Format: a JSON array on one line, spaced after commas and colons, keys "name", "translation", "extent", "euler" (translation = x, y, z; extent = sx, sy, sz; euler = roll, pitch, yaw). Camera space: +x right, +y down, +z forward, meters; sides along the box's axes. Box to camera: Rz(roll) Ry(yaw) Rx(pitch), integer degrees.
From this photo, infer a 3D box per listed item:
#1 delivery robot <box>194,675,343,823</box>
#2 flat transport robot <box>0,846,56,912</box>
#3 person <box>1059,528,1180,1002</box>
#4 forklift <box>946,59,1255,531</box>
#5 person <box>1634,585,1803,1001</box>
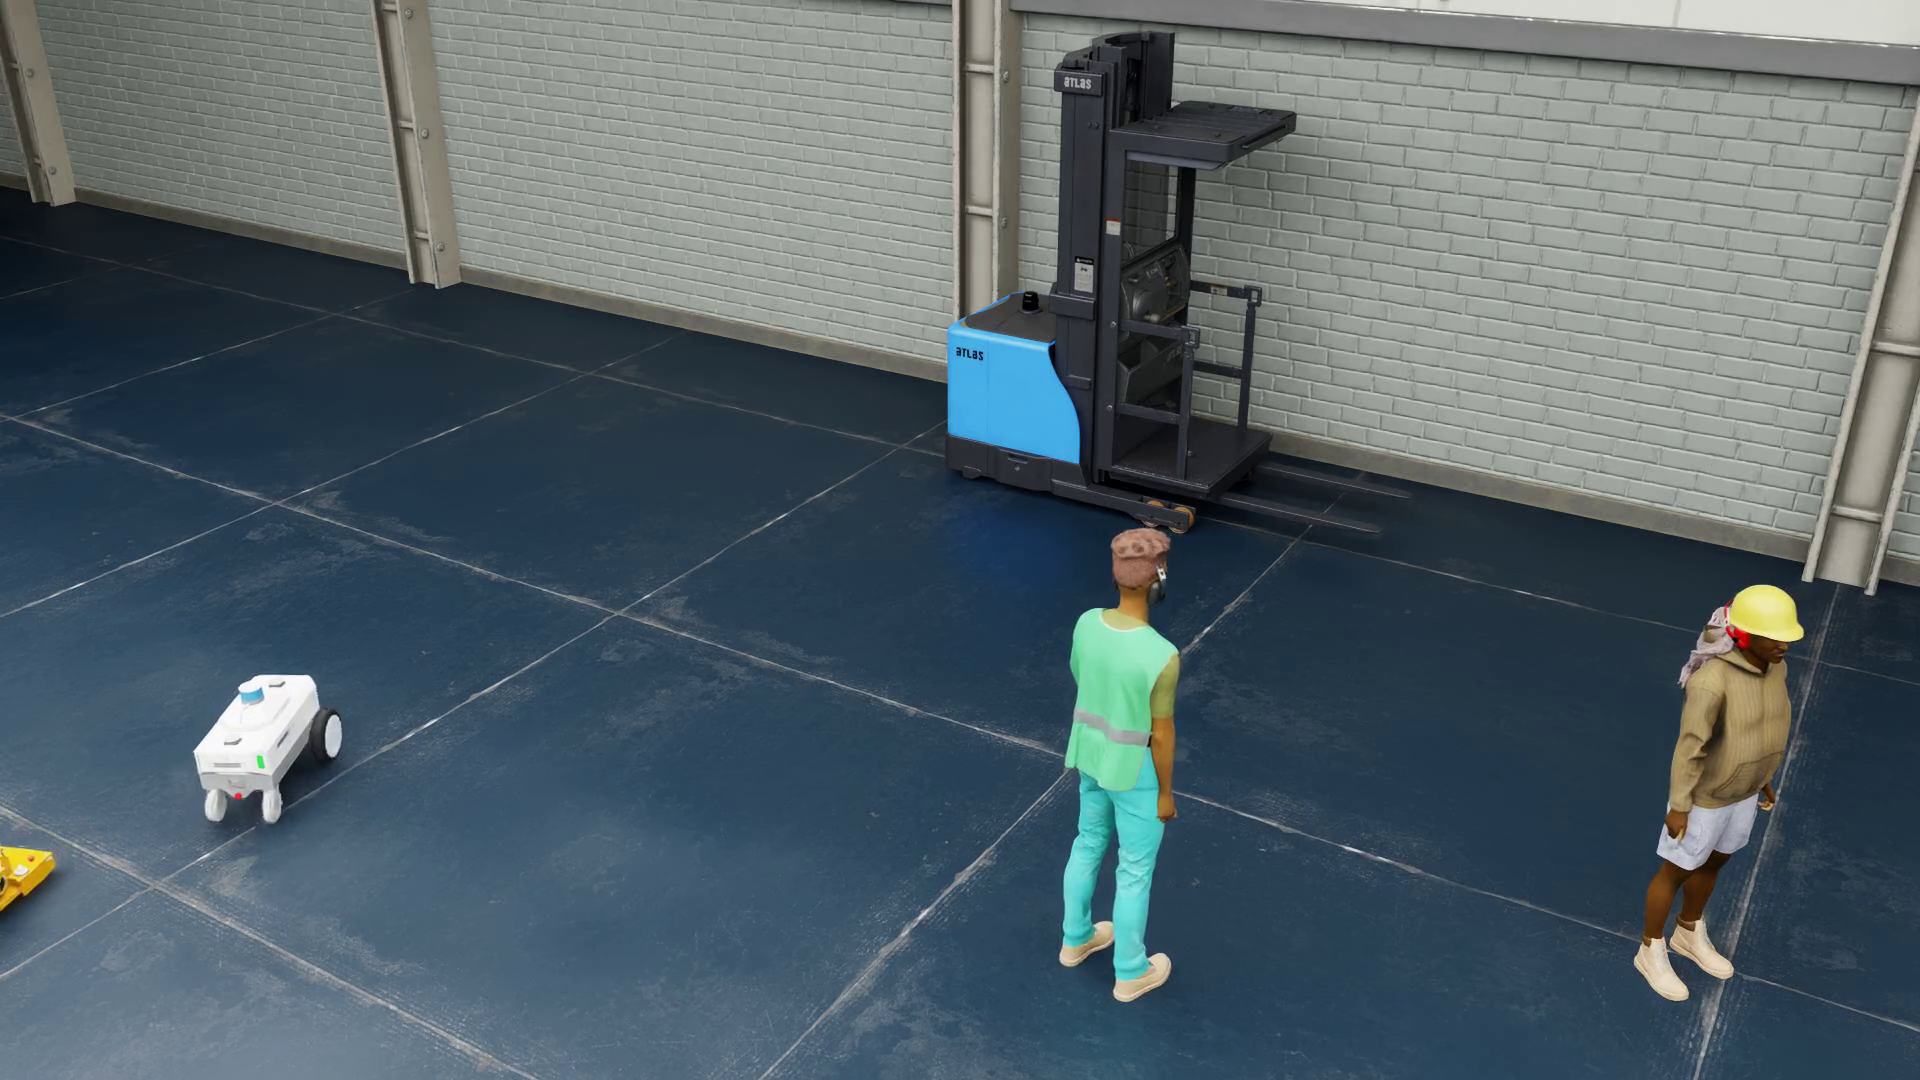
[{"name": "delivery robot", "translation": [-3.321, 0.950, 7.929], "extent": [0.499, 0.607, 0.808], "euler": [1, 25, 1]}, {"name": "flat transport robot", "translation": [-4.454, 1.653, 6.761], "extent": [0.659, 0.231, 1.431], "euler": [4, 26, 9]}, {"name": "person", "translation": [0.612, 0.878, 6.422], "extent": [0.384, 1.972, 0.479], "euler": [-21, 32, -37]}, {"name": "forklift", "translation": [0.933, -1.707, 10.833], "extent": [1.873, 2.768, 1.129], "euler": [15, 29, 28]}, {"name": "person", "translation": [2.944, 0.955, 6.487], "extent": [0.544, 1.764, 0.398], "euler": [-12, 28, -25]}]
